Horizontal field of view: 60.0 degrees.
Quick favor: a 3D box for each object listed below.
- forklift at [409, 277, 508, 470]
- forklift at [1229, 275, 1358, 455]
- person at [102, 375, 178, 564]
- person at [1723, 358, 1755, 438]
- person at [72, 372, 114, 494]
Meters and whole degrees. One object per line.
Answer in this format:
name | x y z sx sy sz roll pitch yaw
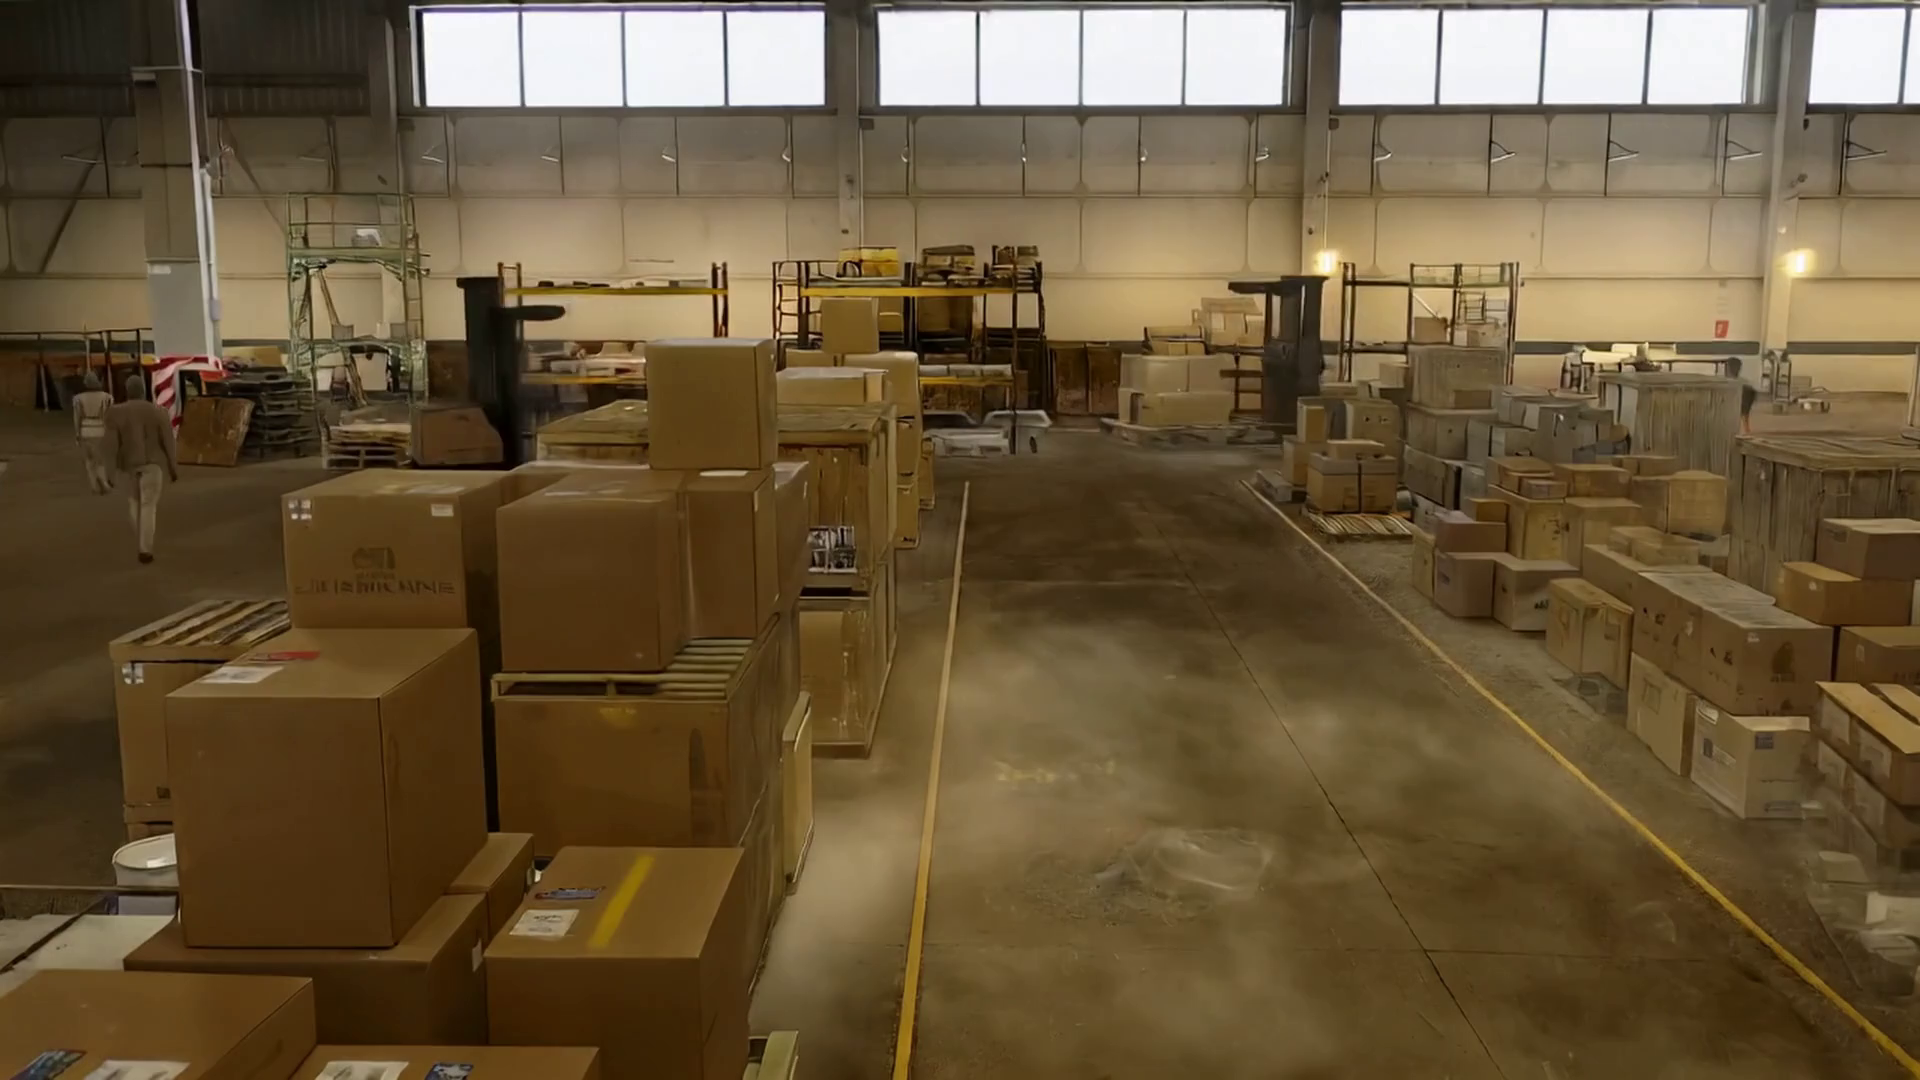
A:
forklift | -6.557 -2.206 22.850 1.873 2.768 1.129 -5 11 -27
forklift | 5.415 -2.812 26.477 1.873 2.768 1.129 -3 10 -15
person | -8.345 -0.740 17.007 0.656 1.891 1.005 -3 10 -16
person | 9.423 -1.303 20.469 0.621 1.865 0.996 -3 10 -15
person | -11.282 -1.386 21.711 0.523 1.615 0.650 -3 10 -15
